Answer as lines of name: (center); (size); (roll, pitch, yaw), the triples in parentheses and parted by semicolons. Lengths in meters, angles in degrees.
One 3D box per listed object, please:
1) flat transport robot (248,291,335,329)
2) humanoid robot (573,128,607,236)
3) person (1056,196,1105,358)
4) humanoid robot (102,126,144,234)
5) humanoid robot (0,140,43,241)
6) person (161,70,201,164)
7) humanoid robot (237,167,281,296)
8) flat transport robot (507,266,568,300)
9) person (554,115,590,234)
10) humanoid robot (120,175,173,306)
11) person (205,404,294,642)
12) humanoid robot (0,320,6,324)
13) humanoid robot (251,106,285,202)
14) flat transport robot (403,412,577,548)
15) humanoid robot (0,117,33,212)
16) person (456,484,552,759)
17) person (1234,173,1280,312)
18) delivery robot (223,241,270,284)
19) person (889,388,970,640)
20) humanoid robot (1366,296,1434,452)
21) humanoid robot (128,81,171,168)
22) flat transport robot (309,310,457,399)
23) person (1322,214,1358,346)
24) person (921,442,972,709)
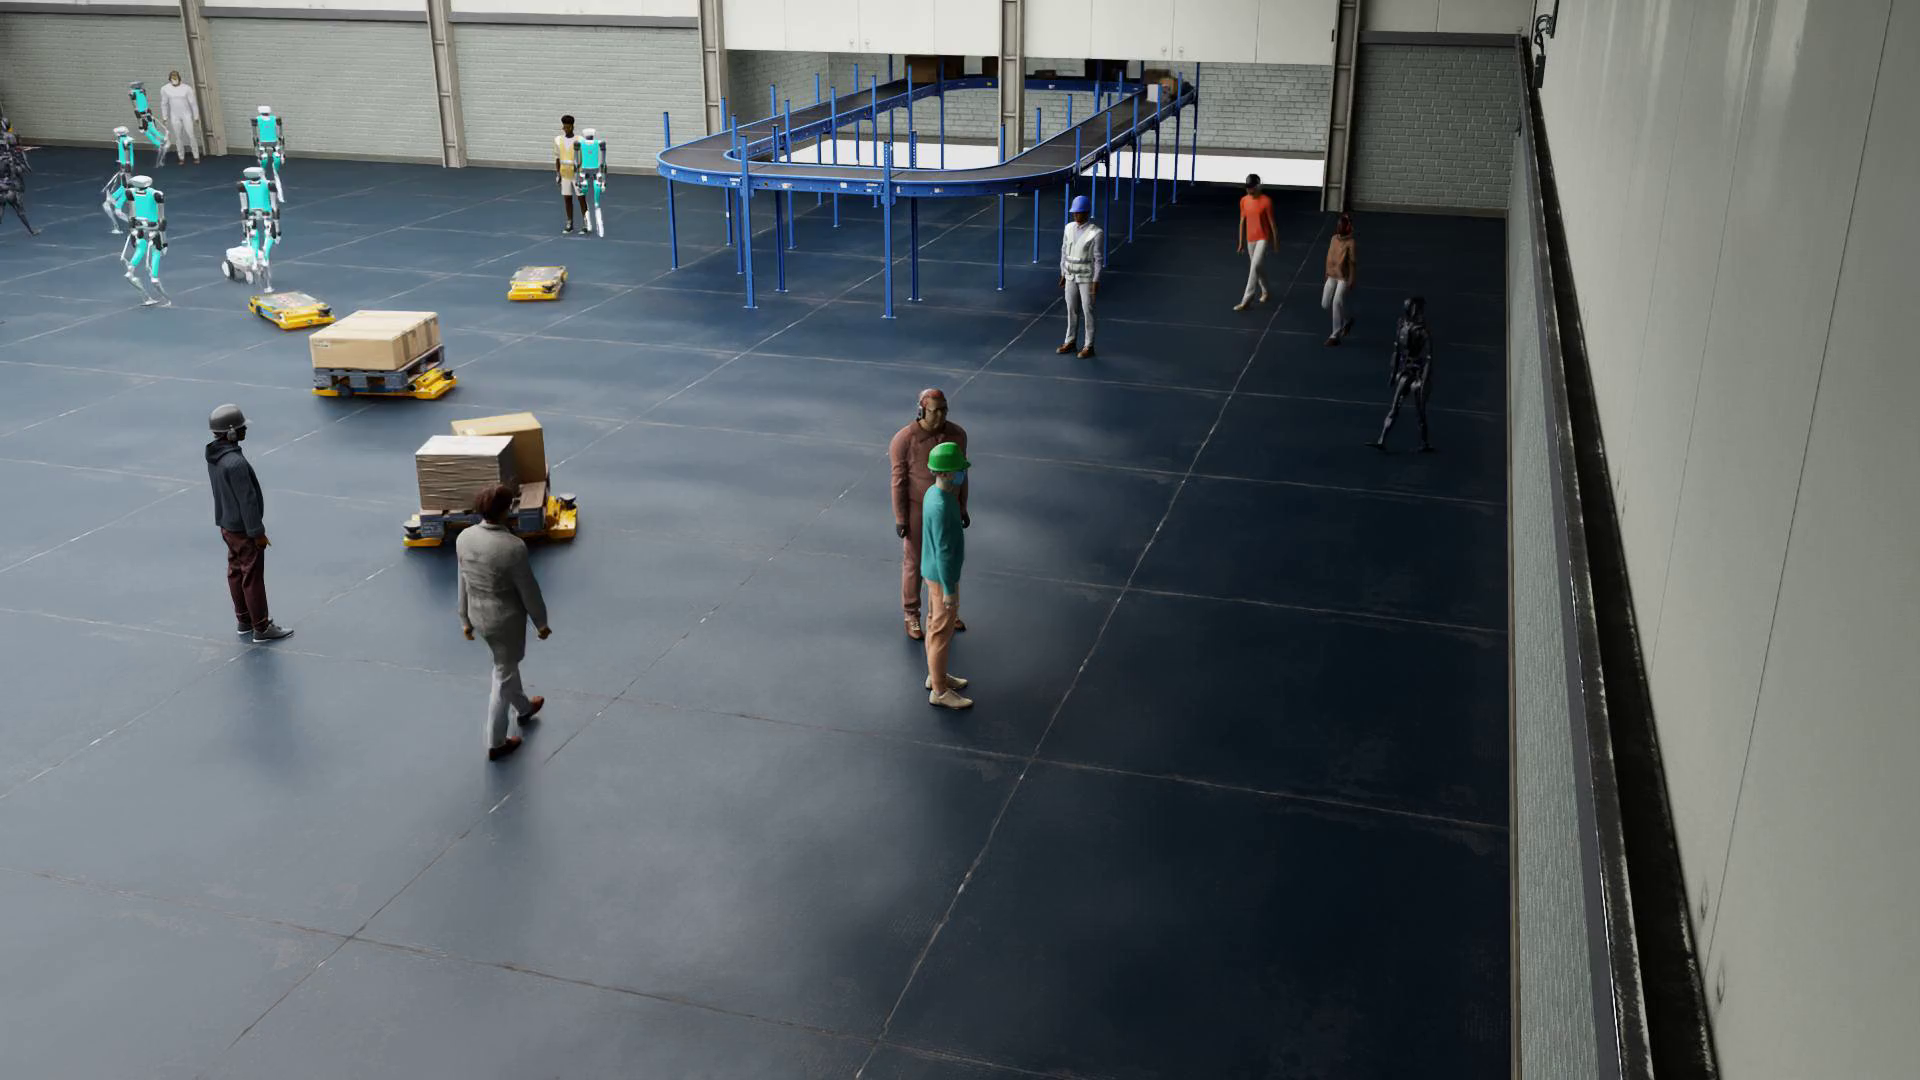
flat transport robot: (-8.911, -3.067, 22.132); (0.659, 0.231, 1.431); (-17, 27, -36)
humanoid robot: (-6.105, -5.915, 27.499); (0.553, 1.796, 0.744); (-6, 22, -15)
person: (1.458, -3.183, 20.102); (0.604, 1.948, 0.389); (18, 28, 39)
humanoid robot: (-13.986, -5.921, 27.512); (0.782, 1.775, 0.532); (-11, 24, -26)
humanoid robot: (-15.544, -5.696, 27.090); (0.591, 1.617, 0.845); (11, 24, 26)
person: (-16.314, -8.843, 34.816); (0.669, 1.928, 0.383); (-4, 21, -11)
humanoid robot: (-9.752, -4.180, 23.115); (0.542, 1.890, 0.754); (-1, 21, -2)
flat transport robot: (-6.009, -3.662, 23.676); (0.659, 0.231, 1.431); (-2, 21, -5)
person: (-6.404, -6.044, 27.516); (0.605, 1.958, 0.367); (5, 22, 14)
humanoid robot: (-11.044, -3.976, 22.449); (0.561, 1.794, 0.674); (4, 21, 9)
person: (-5.337, -0.125, 12.353); (0.541, 1.813, 0.365); (19, 28, 40)
humanoid robot: (-12.802, -3.618, 21.640); (0.596, 1.663, 0.399); (16, 26, 36)
humanoid robot: (-12.669, -7.076, 30.539); (0.552, 1.796, 0.815); (-10, 23, -24)
flat transport robot: (-4.110, -0.168, 14.614); (1.431, 0.231, 0.659); (-4, 21, -10)
humanoid robot: (-16.923, -6.699, 29.612); (0.643, 1.634, 0.591); (8, 22, 19)
person: (-2.895, 0.479, 10.806); (0.550, 1.800, 0.843); (9, 23, 23)
person: (4.078, -4.076, 22.581); (0.516, 1.842, 1.012); (18, 28, 39)
delivery robot: (-10.429, -4.082, 24.349); (0.774, 0.581, 0.499); (20, 28, 41)
person: (-0.202, -0.206, 12.431); (0.641, 1.913, 0.413); (-12, 24, -28)
humanoid robot: (4.458, -1.627, 16.485); (0.723, 1.626, 0.599); (-9, 23, -23)
humanoid robot: (-16.632, -8.537, 34.283); (0.681, 1.782, 0.552); (1, 21, 1)
flat transport robot: (-6.506, -1.782, 18.800); (1.431, 0.231, 0.659); (2, 21, 5)
person: (4.753, -3.239, 20.666); (0.478, 1.636, 0.478); (-12, 24, -27)
person: (-0.094, 0.230, 11.349); (0.345, 1.873, 0.528); (-2, 21, -4)
